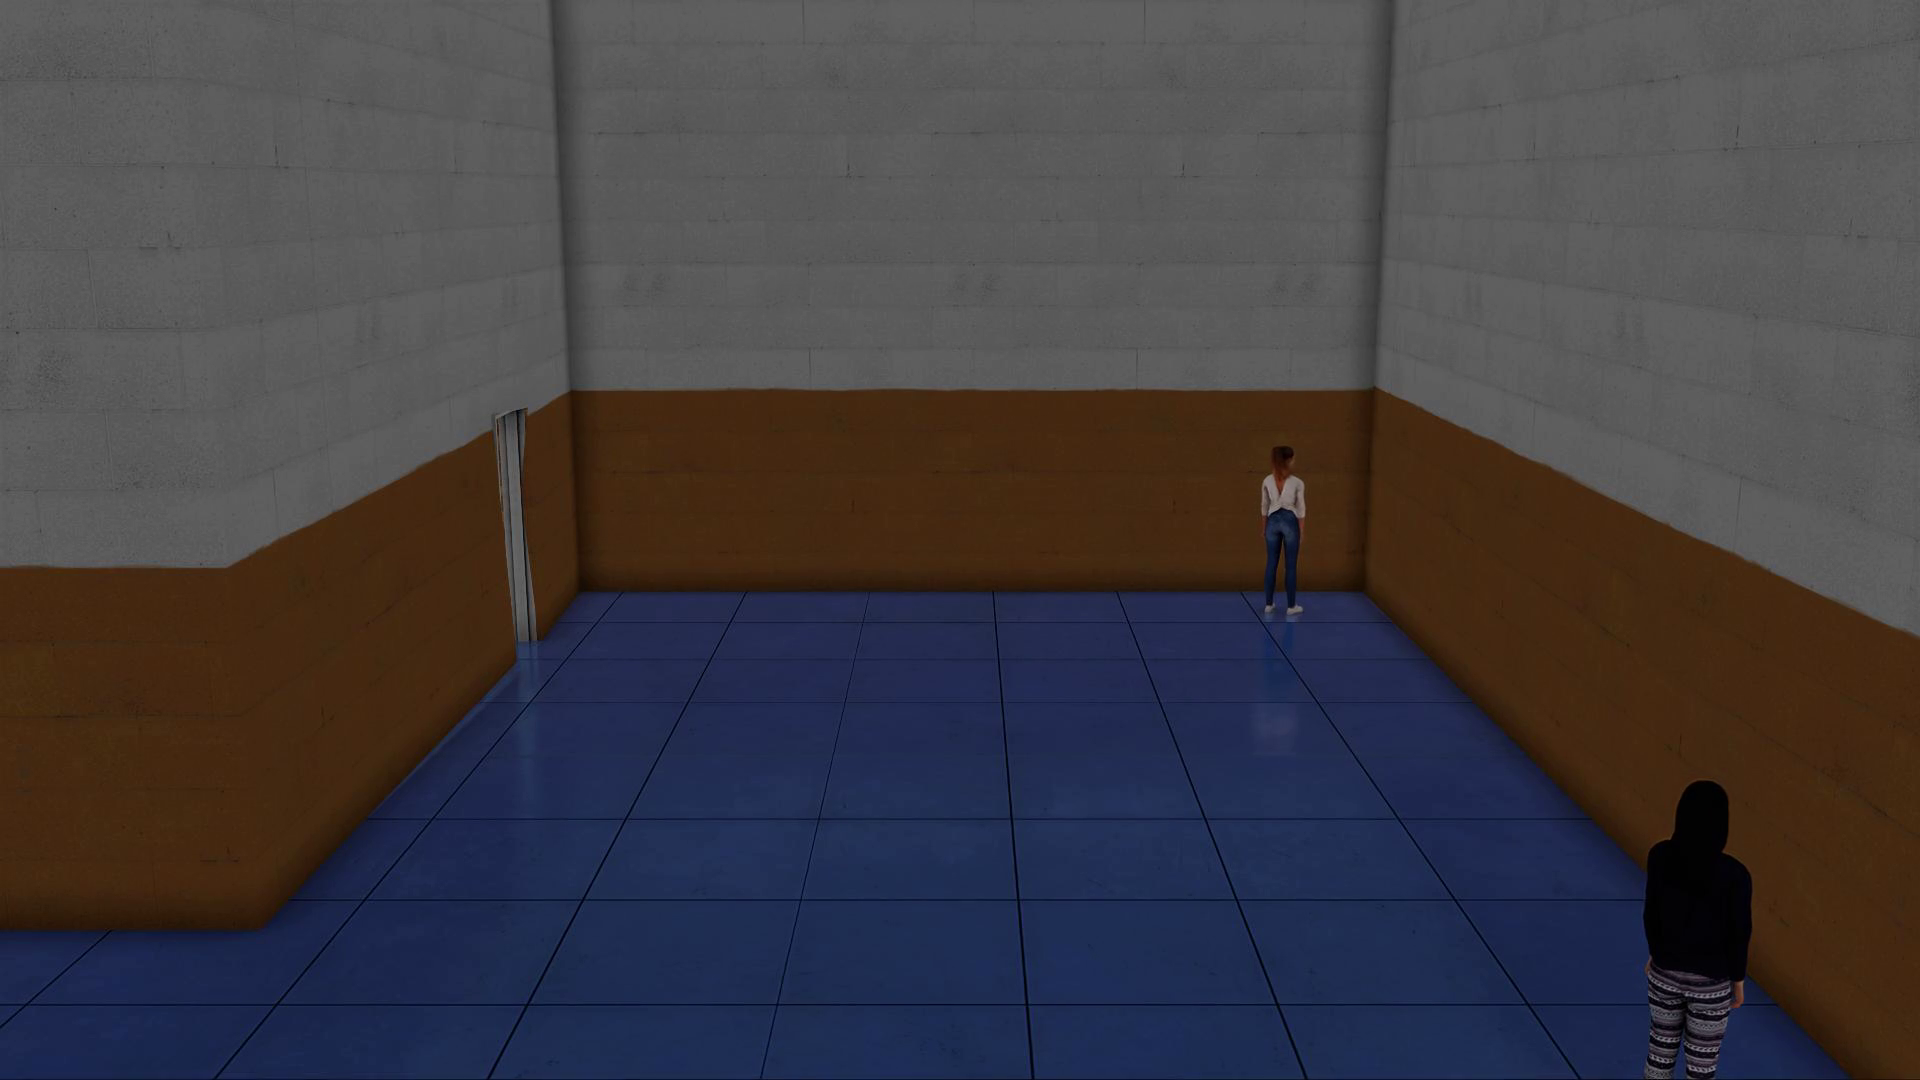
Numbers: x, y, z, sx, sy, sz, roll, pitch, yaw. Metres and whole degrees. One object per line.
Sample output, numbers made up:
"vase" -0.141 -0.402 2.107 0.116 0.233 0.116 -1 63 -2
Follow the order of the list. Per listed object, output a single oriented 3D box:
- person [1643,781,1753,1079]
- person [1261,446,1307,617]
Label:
"person" 3.250 1.893 7.392 0.672 1.735 0.733 12 17 44
"person" 3.275 -0.101 16.893 0.627 1.722 0.743 7 14 29
